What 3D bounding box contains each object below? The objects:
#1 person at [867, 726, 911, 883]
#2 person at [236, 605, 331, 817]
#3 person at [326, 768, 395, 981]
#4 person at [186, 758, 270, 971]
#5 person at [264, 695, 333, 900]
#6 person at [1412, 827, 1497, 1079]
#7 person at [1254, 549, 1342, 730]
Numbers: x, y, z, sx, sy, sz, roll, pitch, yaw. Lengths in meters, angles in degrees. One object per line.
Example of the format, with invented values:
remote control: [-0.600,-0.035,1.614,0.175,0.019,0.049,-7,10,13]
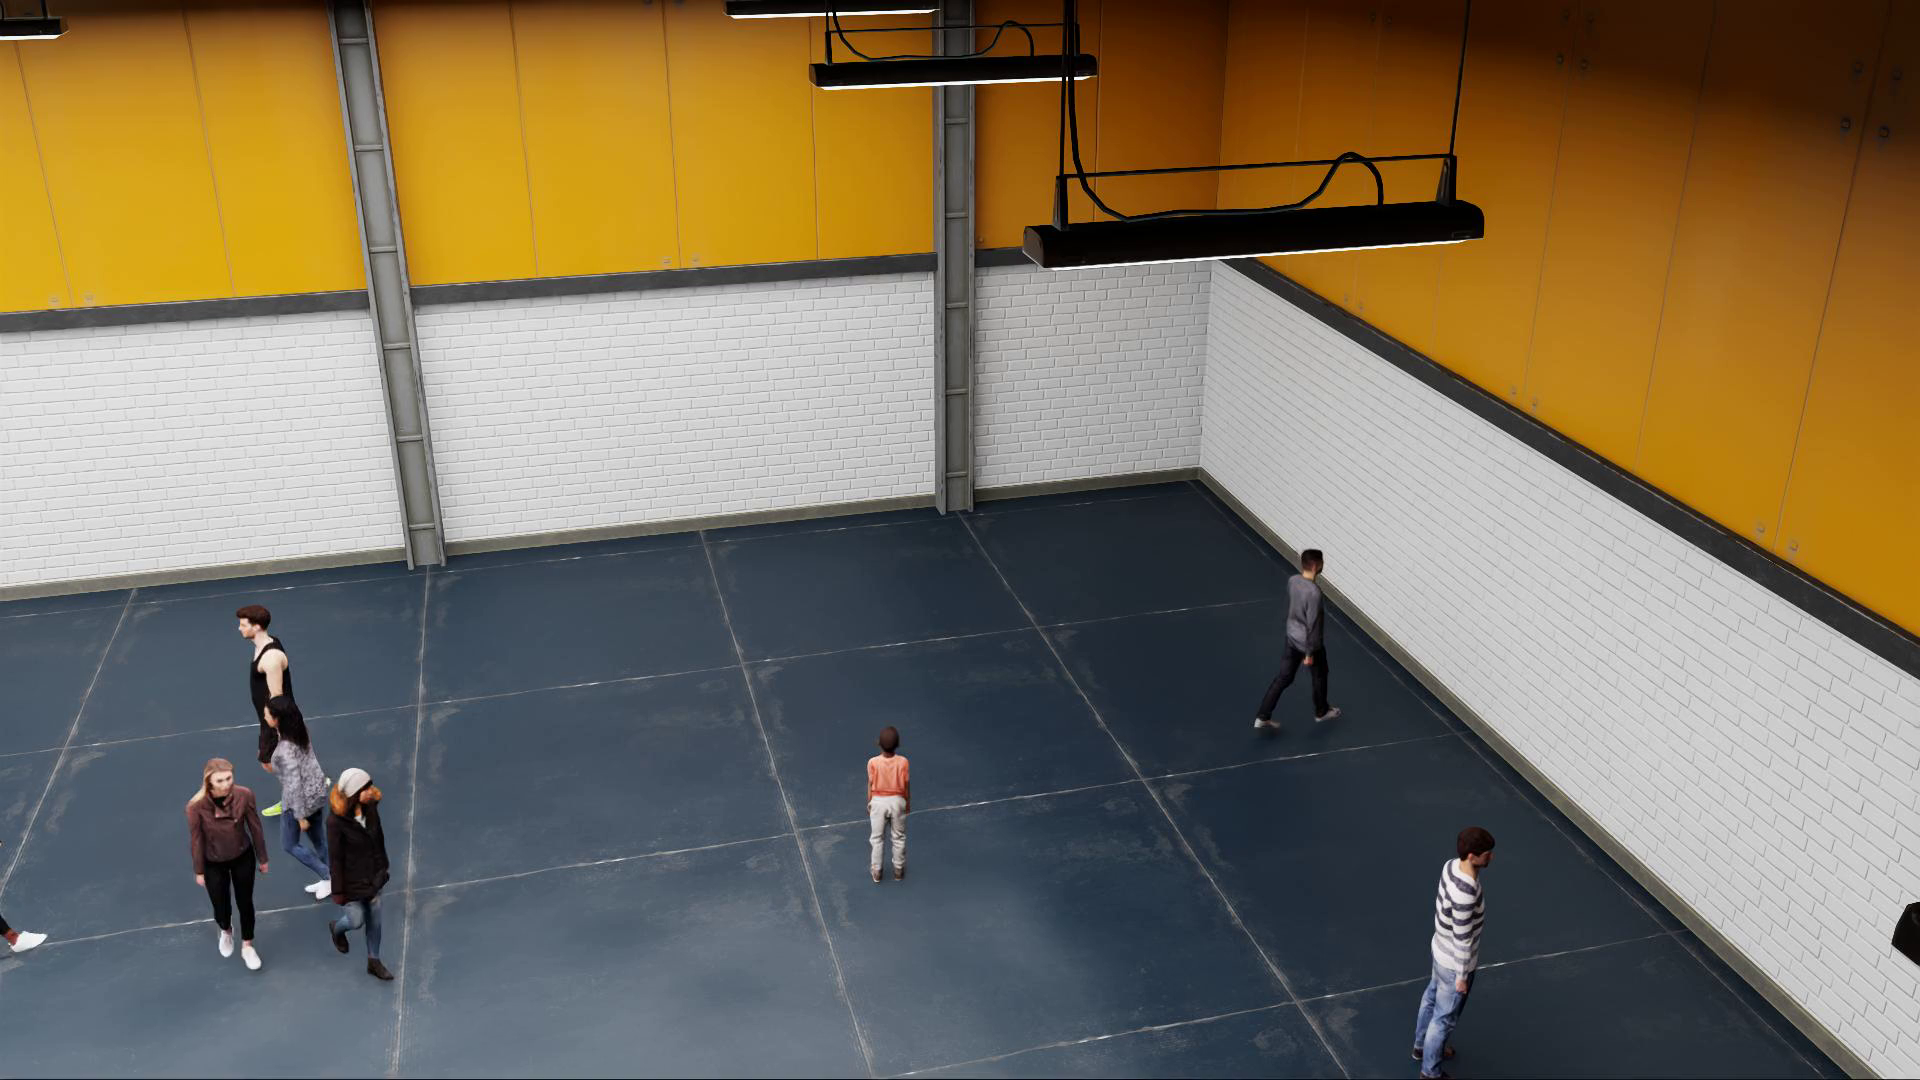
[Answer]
person: [-0.544,2.004,12.644,0.460,1.311,0.576,-1,24,-3]
person: [-5.421,1.379,13.363,0.869,1.879,0.806,-13,27,-27]
person: [-4.231,2.309,11.562,0.989,1.617,0.935,15,28,30]
person: [-5.149,2.222,11.671,0.712,1.690,0.797,-15,28,-30]
person: [-4.772,1.921,12.324,0.735,1.718,0.731,1,24,3]
person: [3.125,2.622,10.557,0.667,1.849,0.719,3,24,6]
person: [2.943,0.921,14.607,1.188,1.722,0.799,-12,26,-25]
